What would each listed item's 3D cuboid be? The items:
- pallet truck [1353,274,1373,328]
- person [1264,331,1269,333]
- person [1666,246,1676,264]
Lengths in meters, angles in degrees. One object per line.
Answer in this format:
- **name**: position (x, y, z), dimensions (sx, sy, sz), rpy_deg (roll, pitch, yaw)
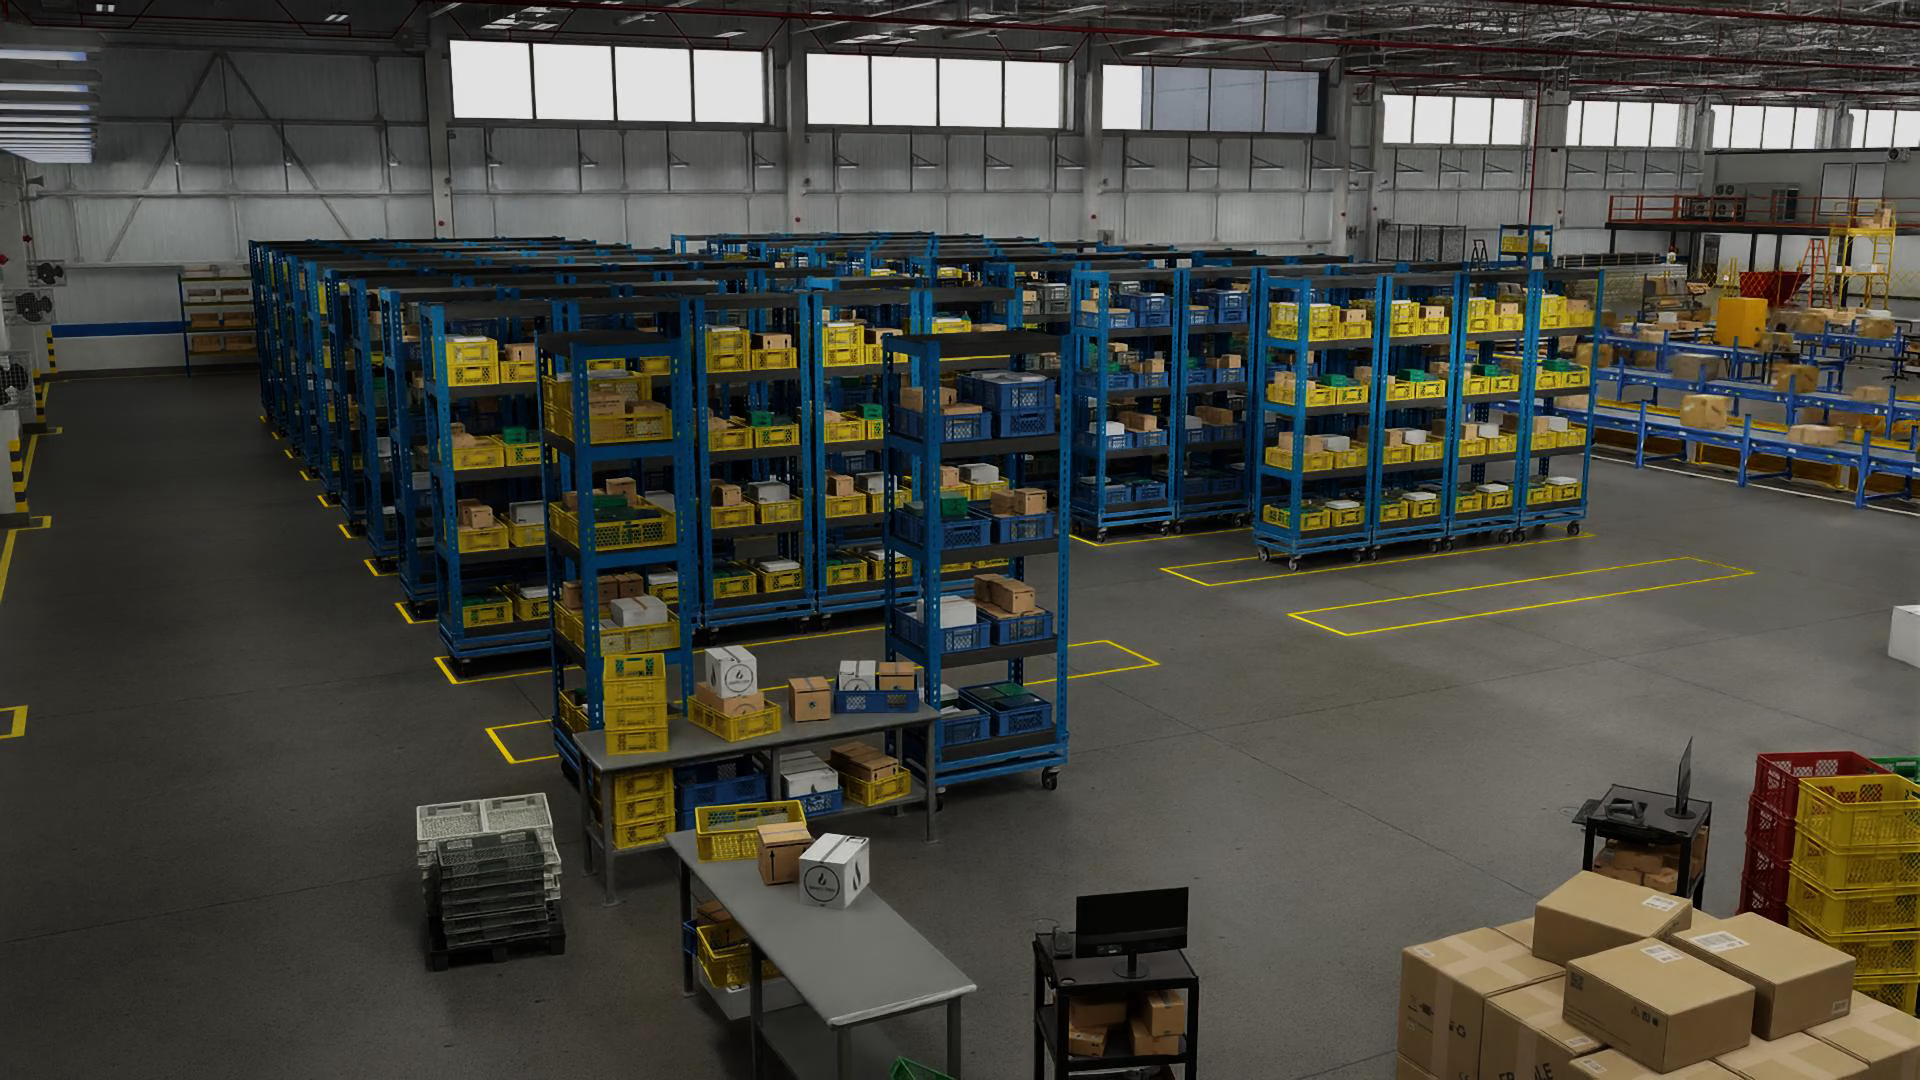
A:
- **pallet truck**: position (13.011, -8.050, 55.243), dimensions (0.823, 1.965, 1.885), rpy_deg (-7, 14, -28)
- **person**: position (6.451, -3.658, 35.181), dimensions (0.589, 1.799, 0.869), rpy_deg (-6, 14, -27)
- **person**: position (32.939, -12.681, 77.168), dimensions (0.586, 1.882, 0.341), rpy_deg (-7, 14, -29)
